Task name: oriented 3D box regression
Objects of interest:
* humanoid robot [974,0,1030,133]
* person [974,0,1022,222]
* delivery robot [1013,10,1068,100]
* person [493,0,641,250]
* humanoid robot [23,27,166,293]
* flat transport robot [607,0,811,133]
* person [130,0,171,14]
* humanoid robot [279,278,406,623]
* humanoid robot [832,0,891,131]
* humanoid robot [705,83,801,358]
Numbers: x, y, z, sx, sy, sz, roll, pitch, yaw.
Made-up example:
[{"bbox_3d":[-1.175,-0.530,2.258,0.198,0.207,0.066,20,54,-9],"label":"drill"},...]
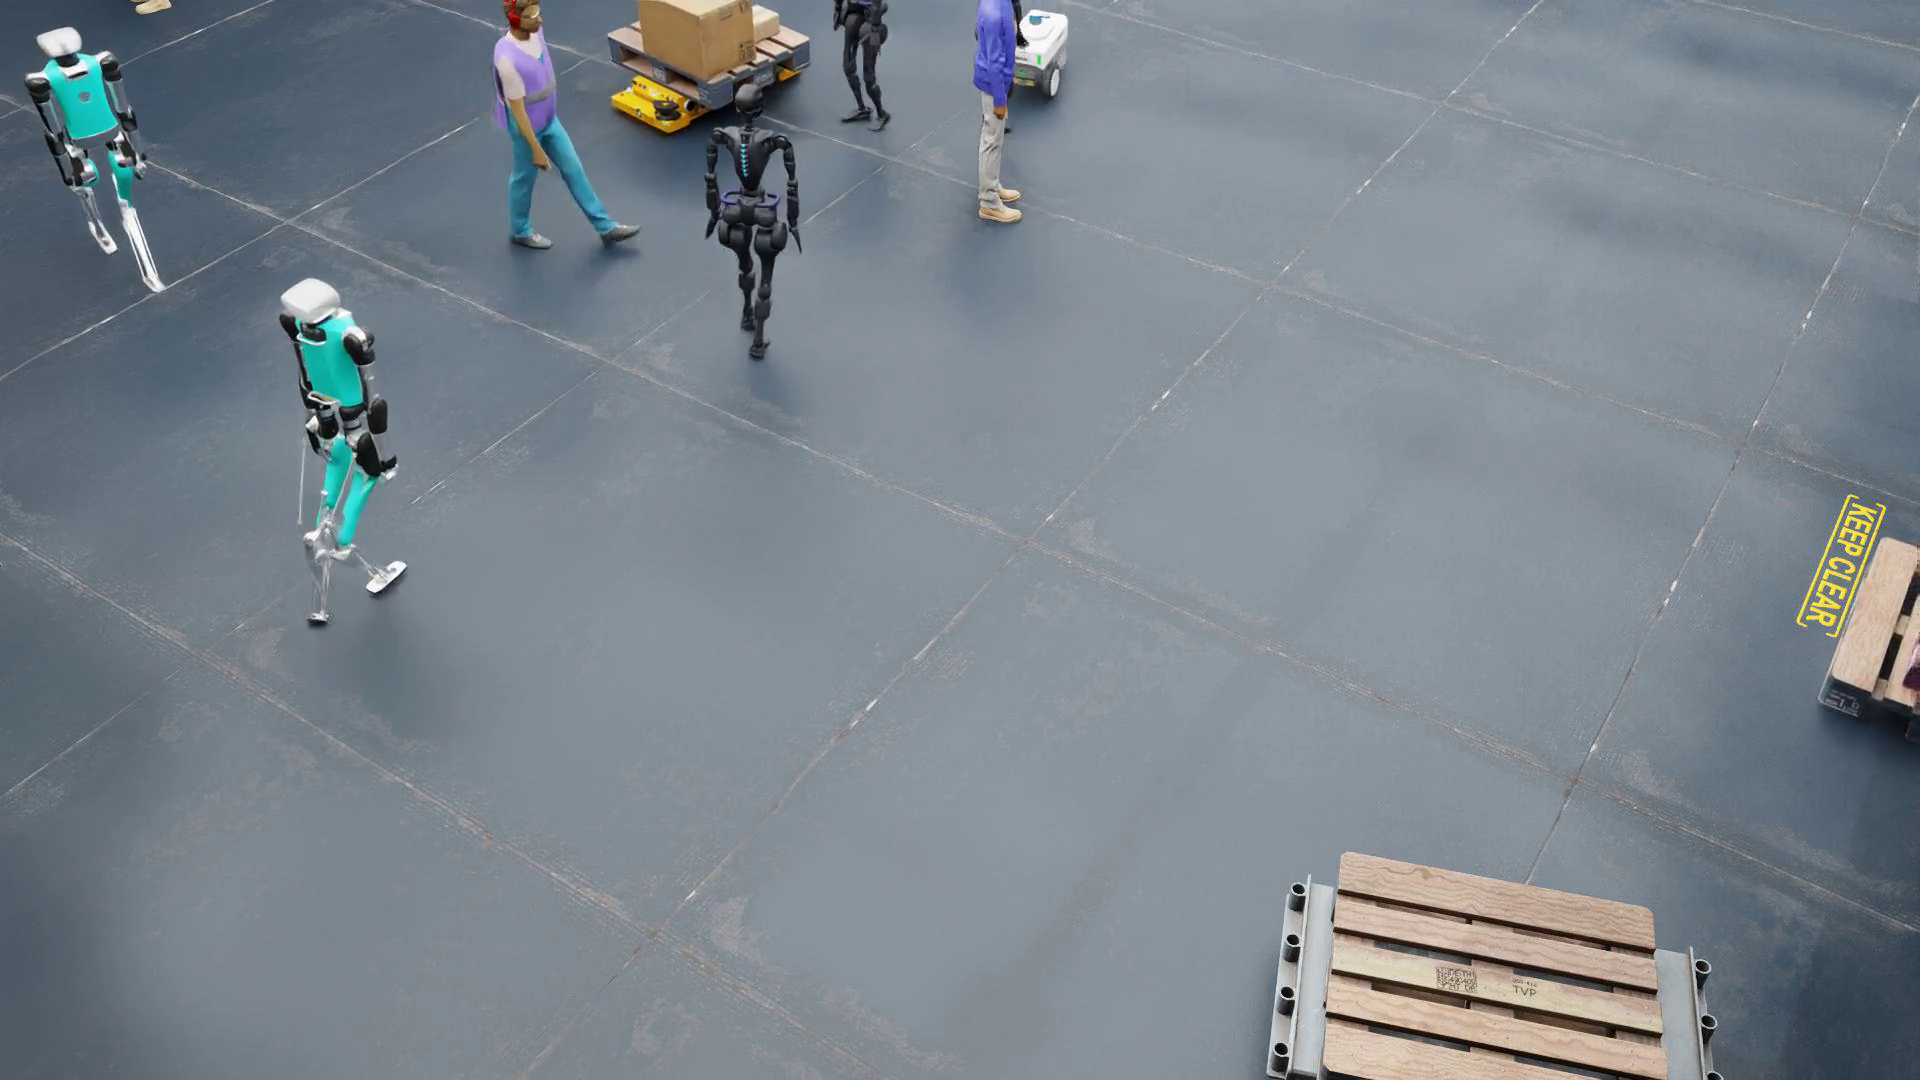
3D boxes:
[{"bbox_3d":[0.276,-3.498,11.638,0.363,1.643,0.608,15,44,16],"label":"humanoid robot"},{"bbox_3d":[0.263,-3.002,10.938,0.343,1.874,0.458,2,42,2],"label":"person"},{"bbox_3d":[0.572,-3.772,12.771,0.499,0.575,0.759,14,44,15],"label":"delivery robot"},{"bbox_3d":[-2.599,-2.613,10.550,0.938,1.793,0.596,9,42,9],"label":"person"},{"bbox_3d":[-5.498,-2.469,10.467,0.530,1.771,0.991,-31,50,-30],"label":"humanoid robot"},{"bbox_3d":[-1.913,-3.547,12.748,0.659,0.231,1.431,31,50,30],"label":"flat transport robot"},{"bbox_3d":[-6.799,-5.156,13.439,0.320,1.747,0.474,-21,46,-22],"label":"person"},{"bbox_3d":[-3.104,-0.296,8.081,0.549,1.876,0.821,21,46,22],"label":"humanoid robot"},{"bbox_3d":[-0.717,-3.763,11.934,0.338,1.650,0.589,-27,49,-27],"label":"humanoid robot"},{"bbox_3d":[-1.250,-1.894,9.854,0.601,1.633,0.534,6,42,6],"label":"humanoid robot"}]
